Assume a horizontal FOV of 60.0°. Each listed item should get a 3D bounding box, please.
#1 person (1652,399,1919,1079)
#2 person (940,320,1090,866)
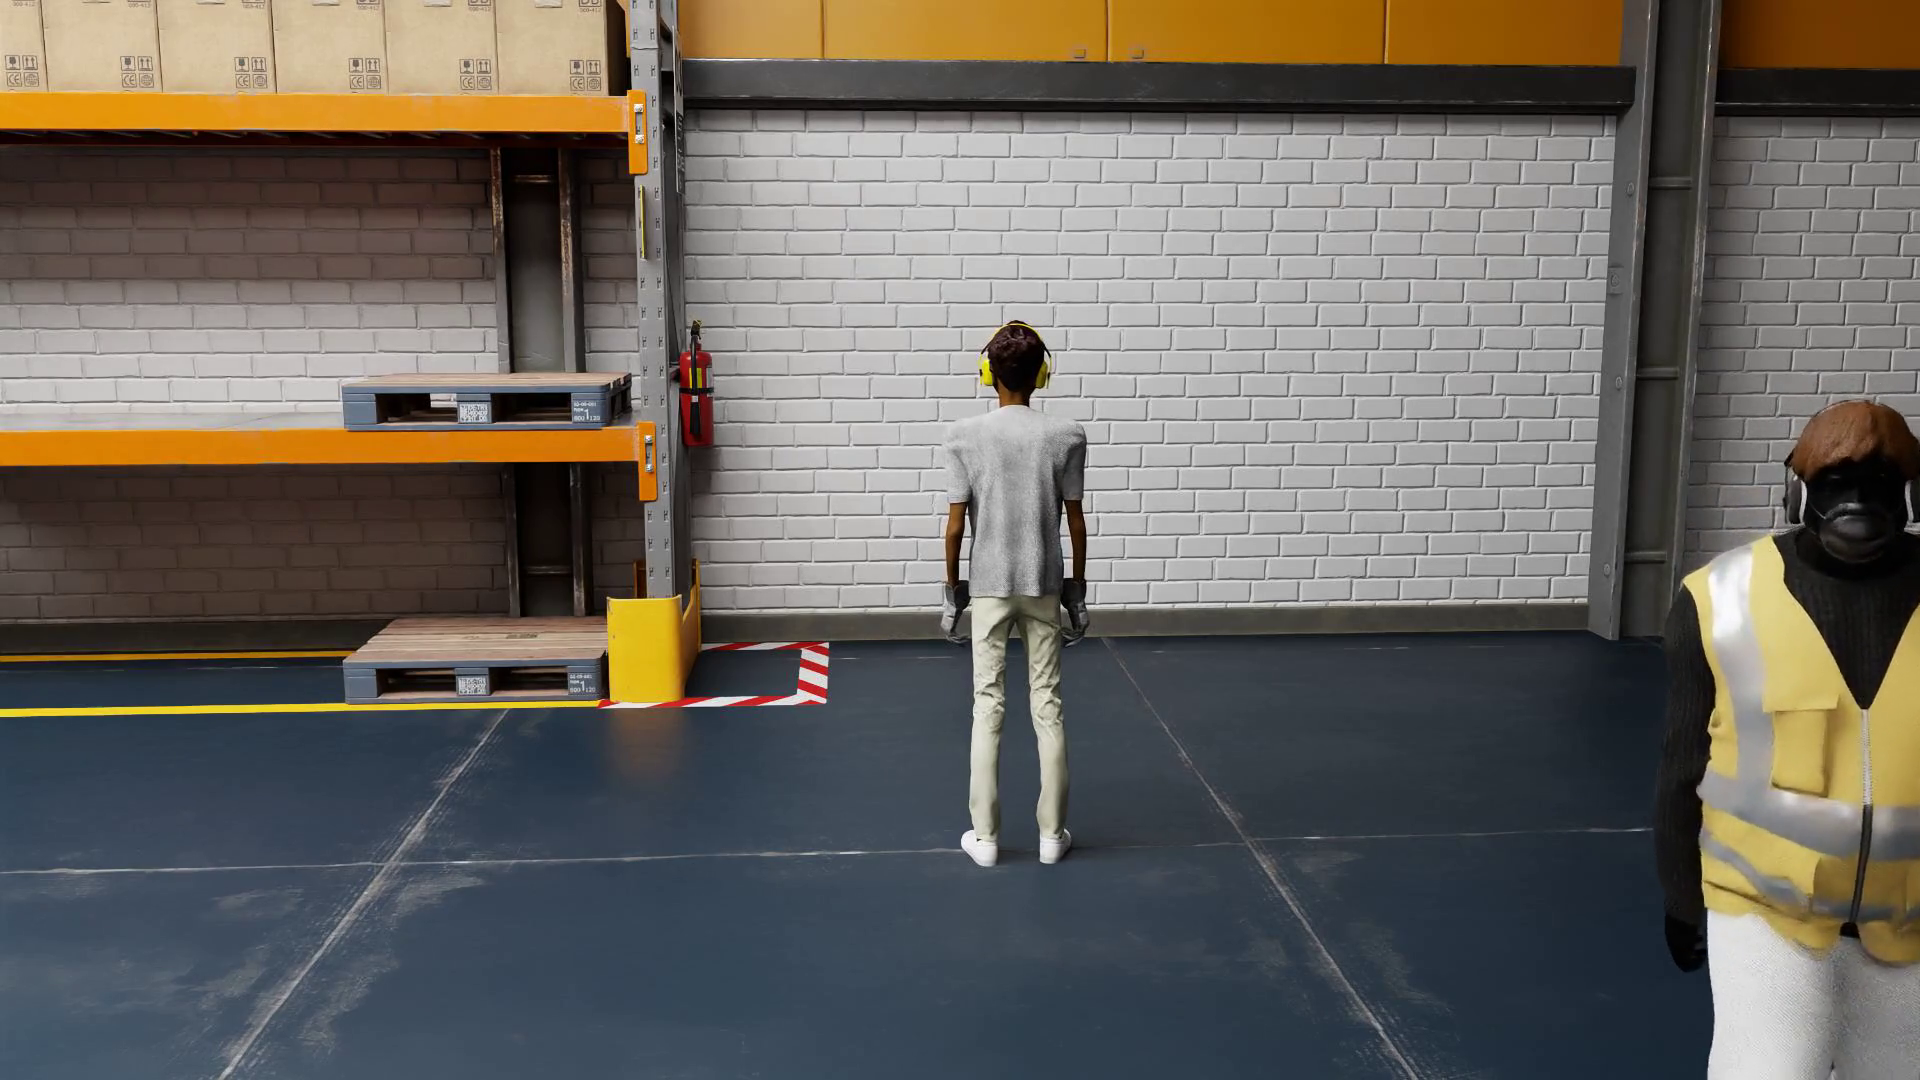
[{"bbox_3d":[1.599,0.637,3.063,0.621,1.818,0.821,3,10,18],"label":"person"},{"bbox_3d":[0.189,0.190,5.701,0.513,1.872,0.328,-1,9,-4],"label":"person"}]
